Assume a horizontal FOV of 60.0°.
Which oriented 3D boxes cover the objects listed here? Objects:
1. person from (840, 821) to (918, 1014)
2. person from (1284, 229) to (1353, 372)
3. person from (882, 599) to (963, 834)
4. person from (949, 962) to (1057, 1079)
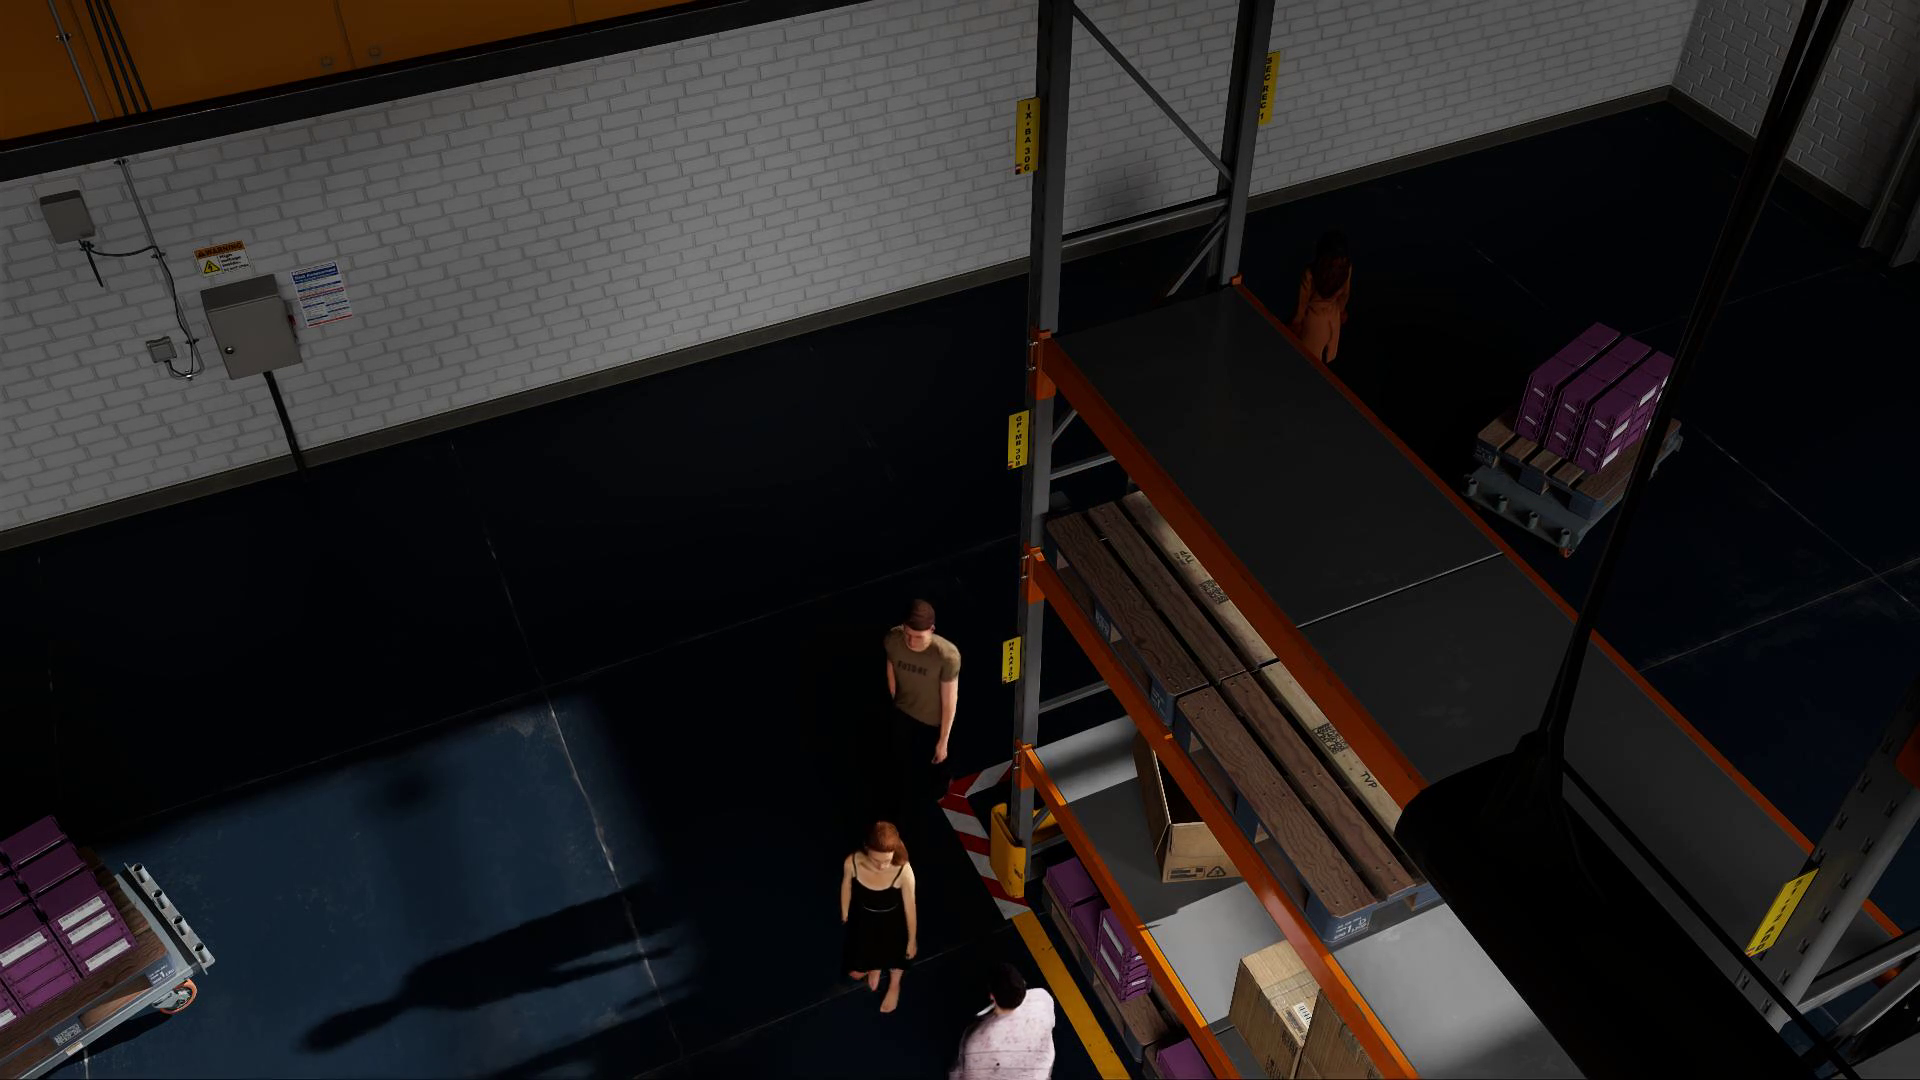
[{"bbox_3d":[-0.393,1.970,8.969,0.768,1.610,0.824,10,44,10],"label":"person"},{"bbox_3d":[2.717,-1.620,12.657,0.694,1.720,0.605,-14,45,-14],"label":"person"},{"bbox_3d":[-0.158,0.960,9.884,1.128,1.811,1.171,15,46,15],"label":"person"},{"bbox_3d":[0.264,2.670,8.148,0.712,1.728,0.755,-22,48,-21],"label":"person"}]
